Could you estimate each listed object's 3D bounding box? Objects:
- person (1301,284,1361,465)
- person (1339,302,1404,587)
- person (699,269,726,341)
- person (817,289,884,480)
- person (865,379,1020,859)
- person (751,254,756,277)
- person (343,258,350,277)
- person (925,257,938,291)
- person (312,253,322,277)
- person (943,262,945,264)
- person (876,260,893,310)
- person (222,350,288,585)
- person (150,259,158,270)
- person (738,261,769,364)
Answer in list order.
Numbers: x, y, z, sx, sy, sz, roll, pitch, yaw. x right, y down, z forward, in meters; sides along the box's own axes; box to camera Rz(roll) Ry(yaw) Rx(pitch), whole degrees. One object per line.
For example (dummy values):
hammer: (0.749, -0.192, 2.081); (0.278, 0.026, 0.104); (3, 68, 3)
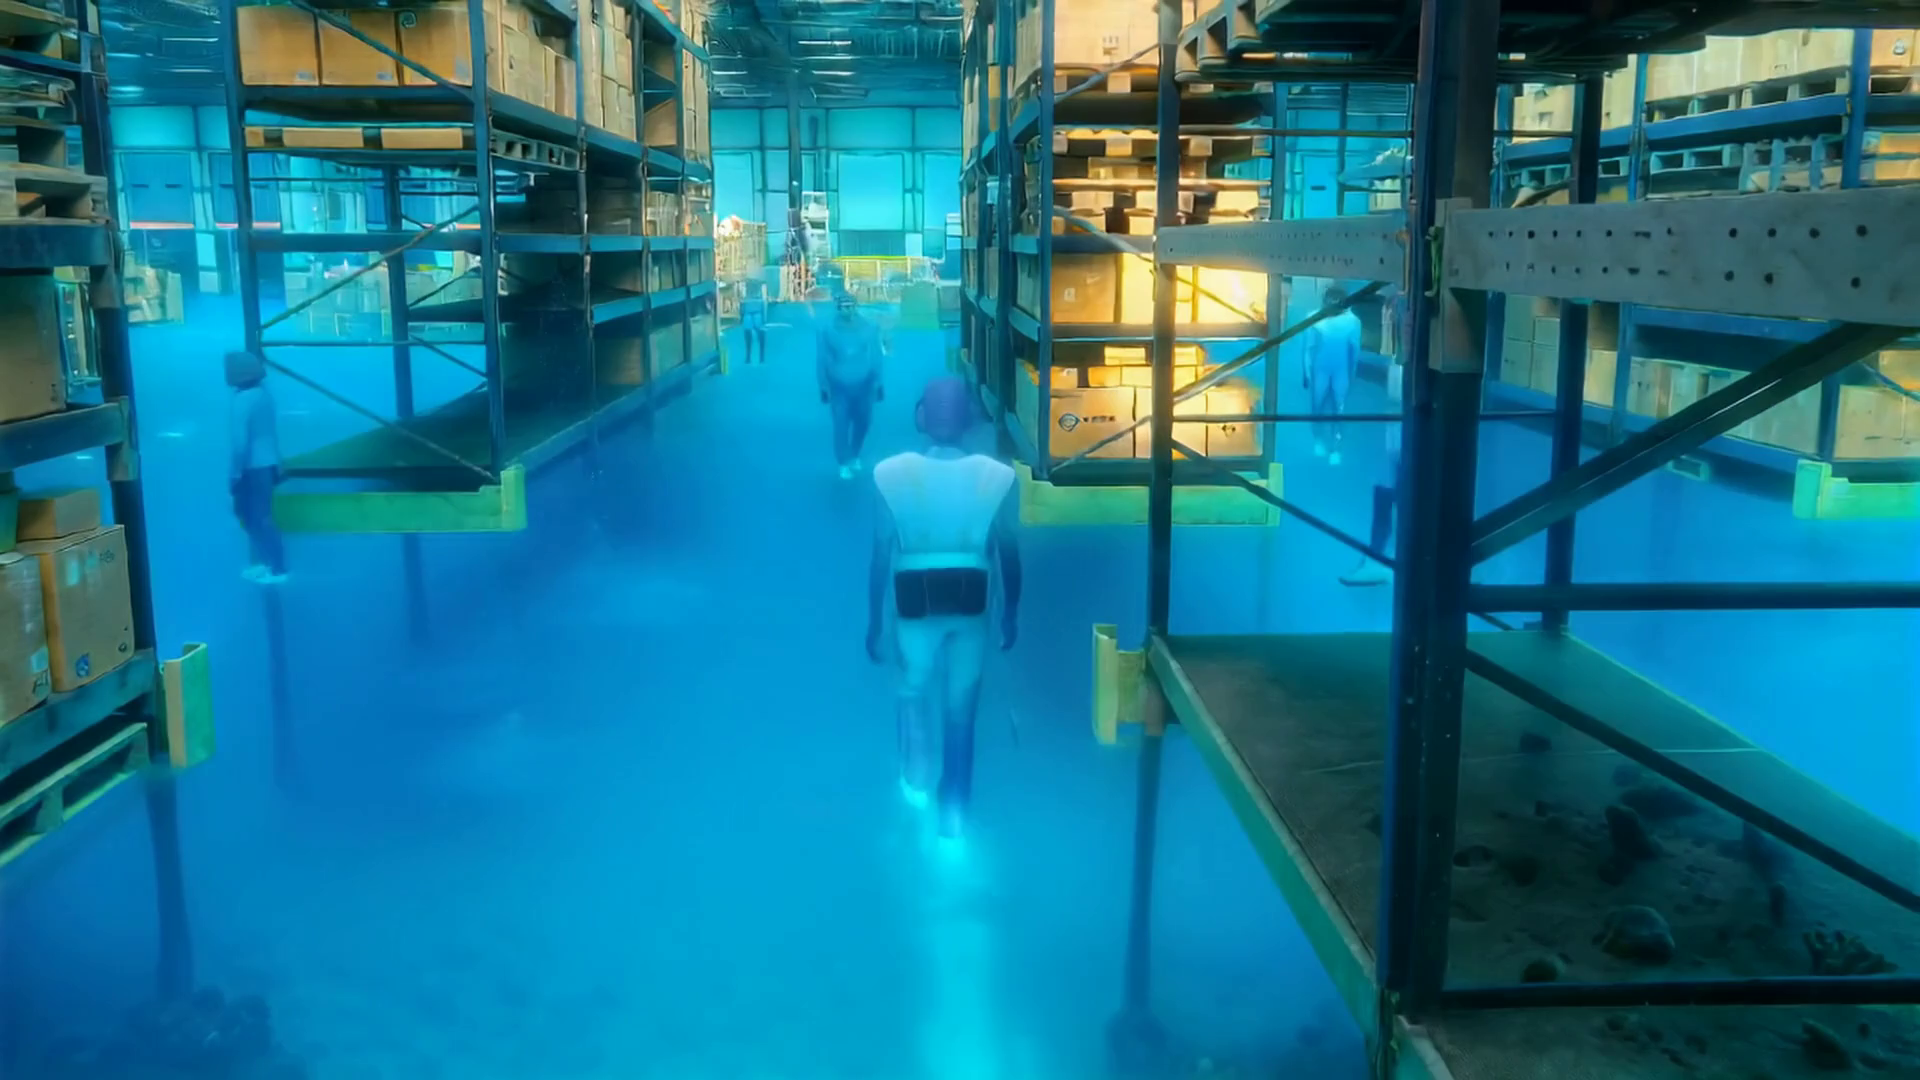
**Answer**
person: (3.973, -1.798, 17.894); (0.630, 1.904, 0.974); (1, 10, 7)
person: (3.040, -0.667, 11.233); (0.842, 2.017, 0.627); (-3, 11, -15)
person: (-6.113, -5.621, 39.241); (1.035, 1.882, 0.555); (-2, 10, -11)
person: (-1.105, -1.569, 16.646); (0.655, 1.882, 0.743); (-2, 10, -14)
person: (-0.069, 0.270, 6.583); (0.602, 1.806, 0.919); (0, 10, -2)
person: (-7.589, -9.639, 61.656); (0.573, 1.868, 0.580); (-2, 10, -12)
person: (-23.400, -9.938, 63.684); (0.887, 1.718, 0.552); (-2, 10, -11)
person: (-0.958, -8.374, 54.653); (0.506, 1.847, 0.346); (8, 13, 39)
person: (-26.047, -10.691, 67.330); (0.370, 1.928, 0.585); (1, 10, 8)
person: (-0.374, -8.984, 57.830); (0.561, 1.923, 0.632); (5, 11, 25)
person: (-2.608, -8.808, 57.464); (0.587, 1.703, 0.545); (2, 10, 8)
person: (-4.849, -0.485, 11.332); (0.502, 1.612, 0.526); (-1, 10, -4)
person: (-23.518, -7.304, 48.753); (0.961, 1.817, 0.558); (2, 10, 9)
person: (-3.971, -4.360, 31.956); (0.608, 1.966, 0.365); (-4, 11, -21)
